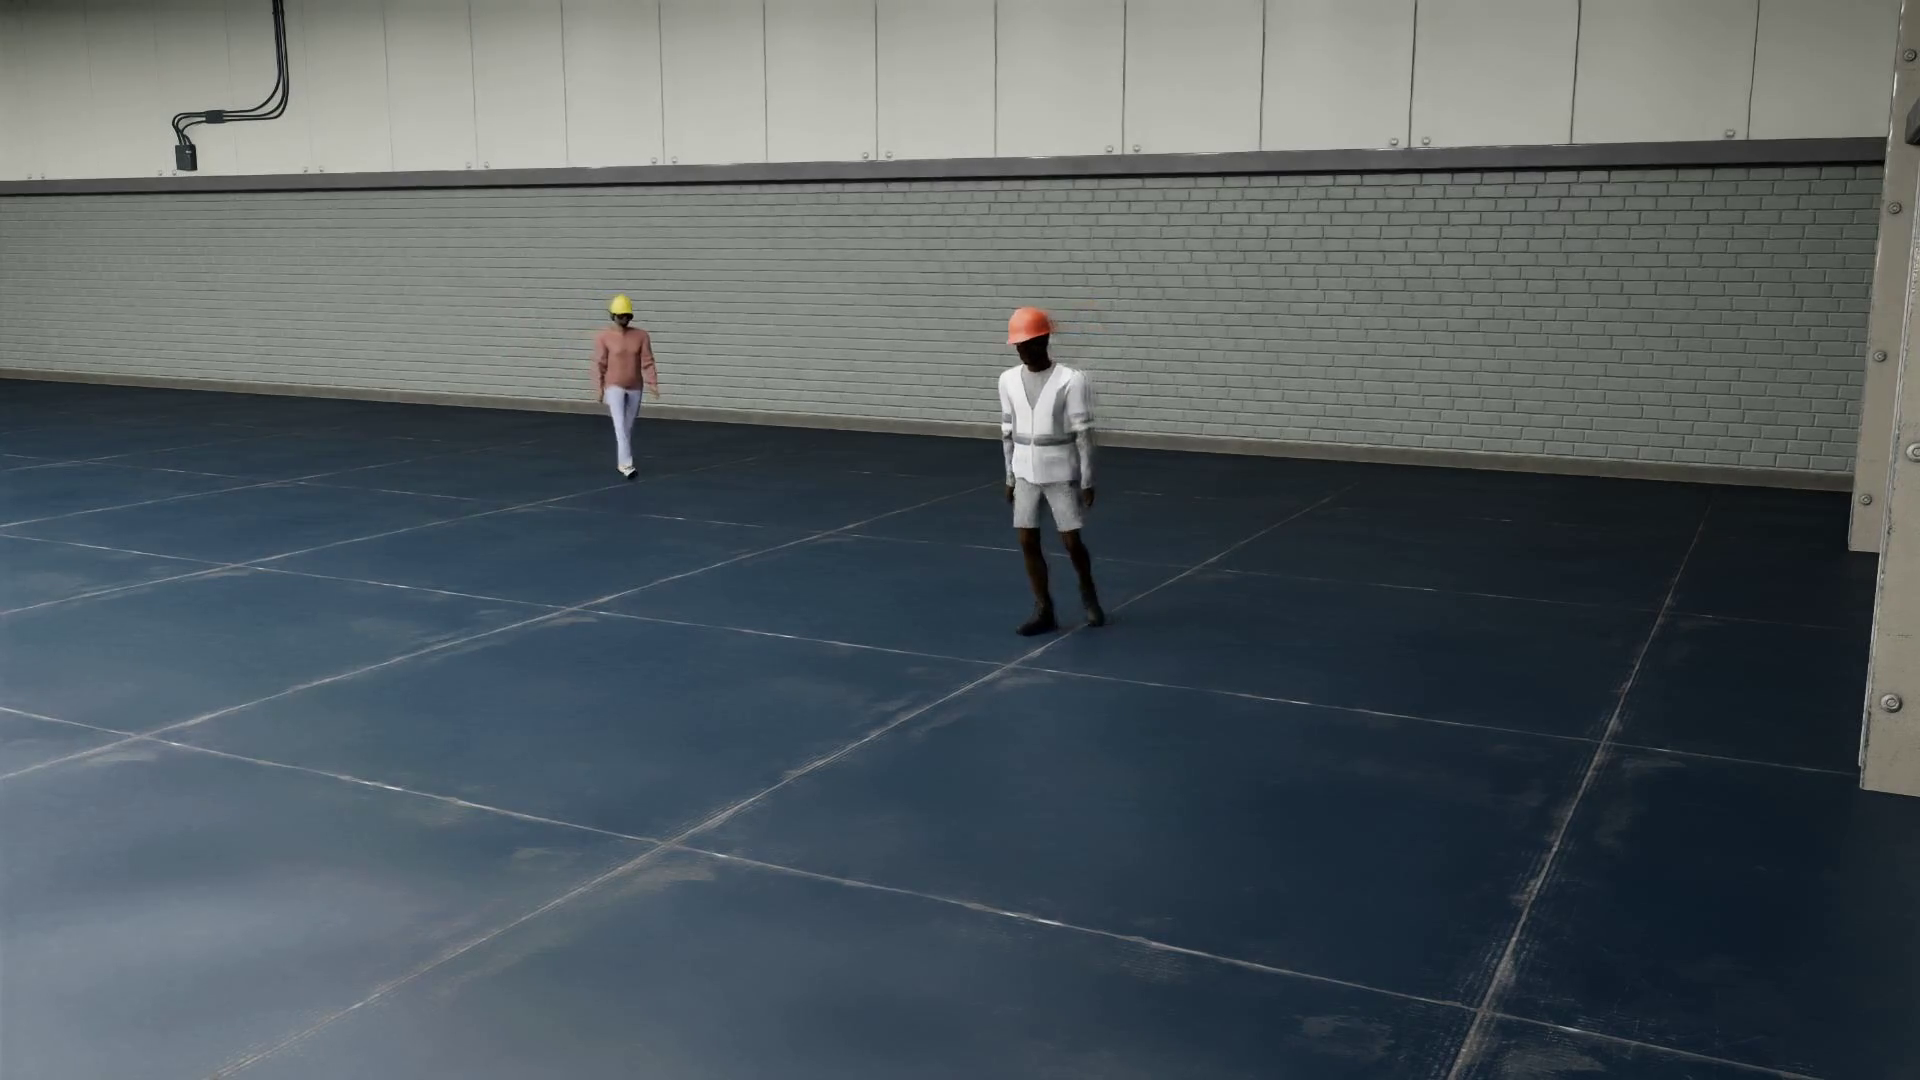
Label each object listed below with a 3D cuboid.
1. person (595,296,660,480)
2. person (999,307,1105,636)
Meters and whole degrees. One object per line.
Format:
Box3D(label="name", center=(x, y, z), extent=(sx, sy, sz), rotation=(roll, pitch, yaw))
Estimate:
Box3D(label="person", center=(-3.127, -1.421, 15.656), extent=(0.540, 1.718, 0.905), rotation=(-6, 12, -29))
Box3D(label="person", center=(0.516, -0.394, 9.586), extent=(0.580, 1.904, 0.664), rotation=(6, 12, 29))
